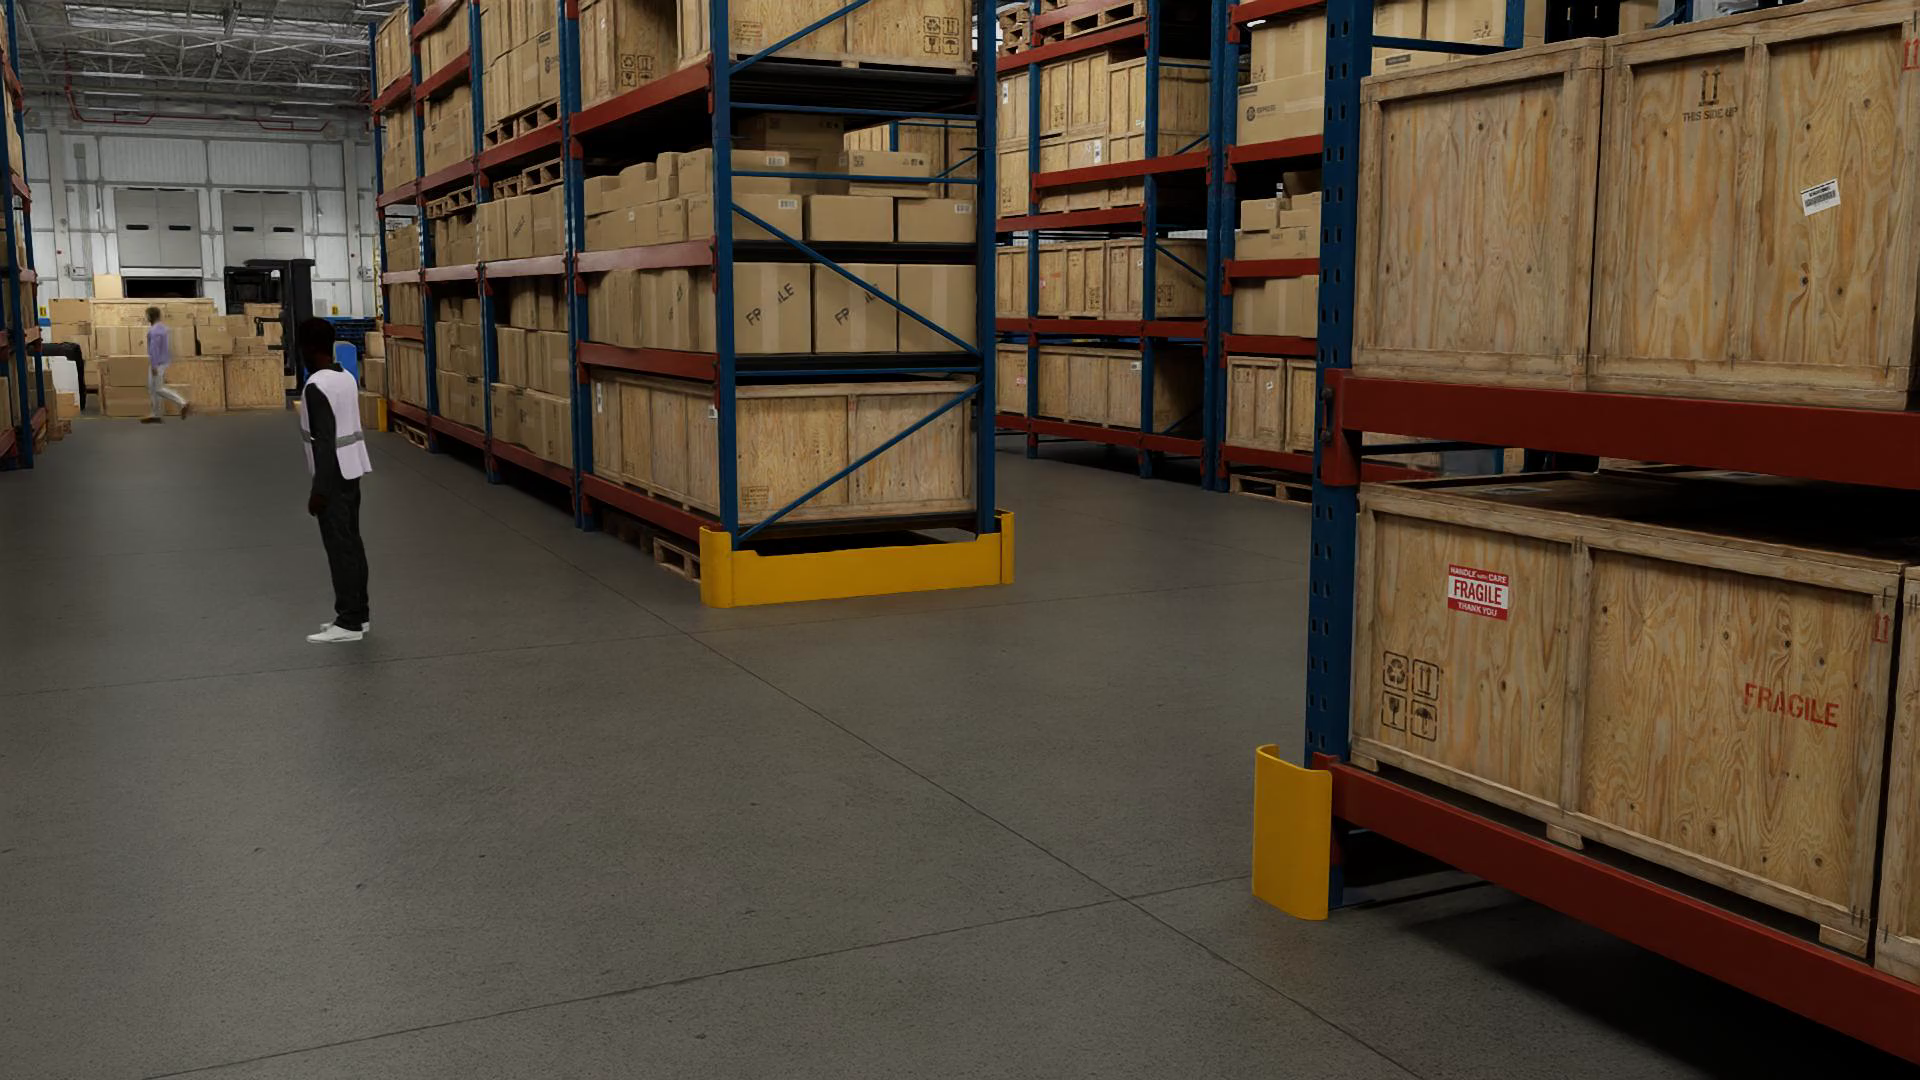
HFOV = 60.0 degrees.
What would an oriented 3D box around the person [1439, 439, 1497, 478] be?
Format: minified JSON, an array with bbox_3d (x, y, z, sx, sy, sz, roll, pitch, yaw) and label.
[{"bbox_3d":[3.469,-0.450,11.492,0.545,1.618,0.518,-5,10,-31],"label":"person"}]

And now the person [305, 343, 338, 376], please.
[{"bbox_3d":[-10.666,-2.808,27.821,0.524,1.606,0.829,-2,8,-13],"label":"person"}]

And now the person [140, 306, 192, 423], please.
[{"bbox_3d":[-12.936,-2.839,26.973,0.716,1.917,0.636,-3,9,-18],"label":"person"}]

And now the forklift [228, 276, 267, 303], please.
[{"bbox_3d":[-17.862,-5.470,41.809,1.129,2.768,1.873,-4,9,-26],"label":"forklift"}]

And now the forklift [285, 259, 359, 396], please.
[{"bbox_3d":[-13.358,-4.326,33.916,1.873,2.768,1.129,-4,9,-26],"label":"forklift"}]

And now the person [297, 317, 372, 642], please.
[{"bbox_3d":[-3.694,-0.352,9.831,0.393,1.913,0.590,-1,8,-5],"label":"person"}]

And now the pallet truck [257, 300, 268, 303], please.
[{"bbox_3d":[-23.913,-7.404,58.171,1.885,1.965,0.823,-1,8,-9],"label":"pallet truck"}]
